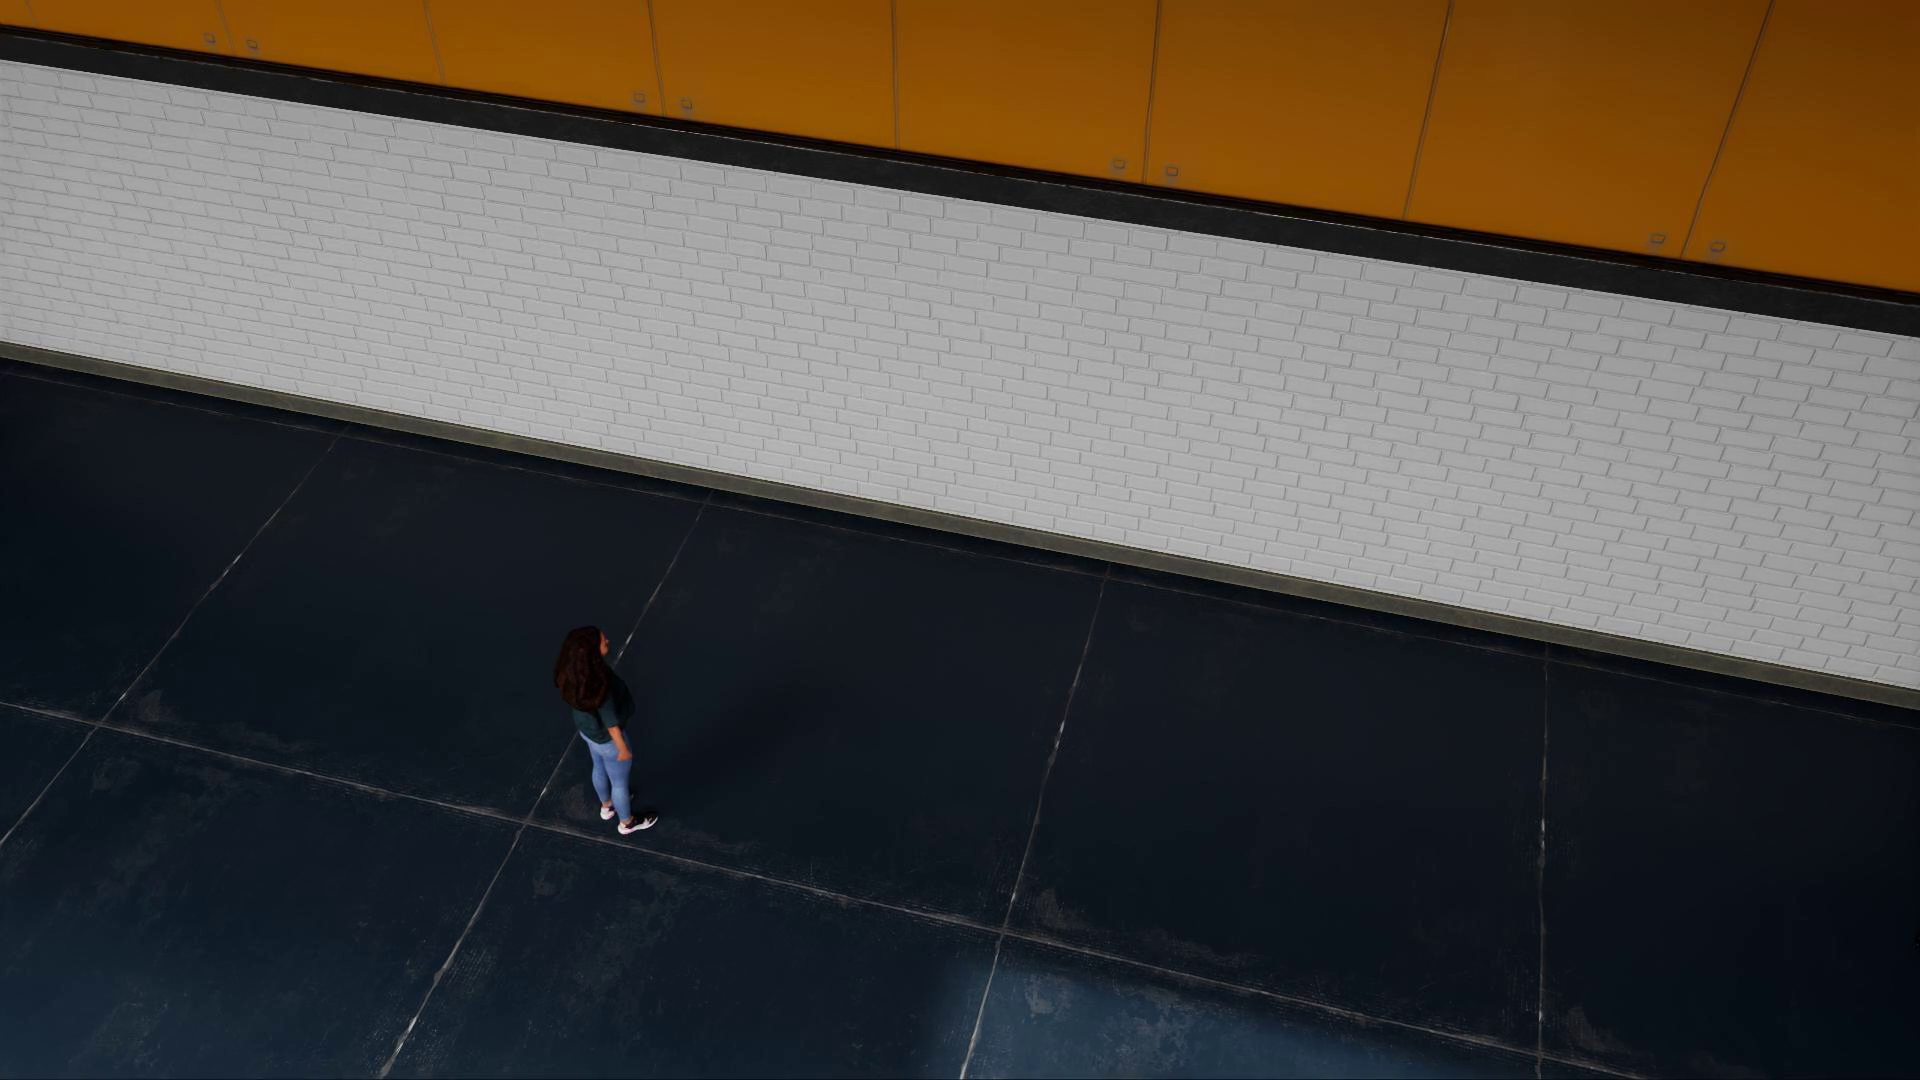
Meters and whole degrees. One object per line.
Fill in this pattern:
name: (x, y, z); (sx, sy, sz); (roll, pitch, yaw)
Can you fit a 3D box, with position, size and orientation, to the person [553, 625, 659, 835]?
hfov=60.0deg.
person: (-2.068, 1.100, 9.628); (0.748, 1.616, 0.707); (-31, 52, -28)
